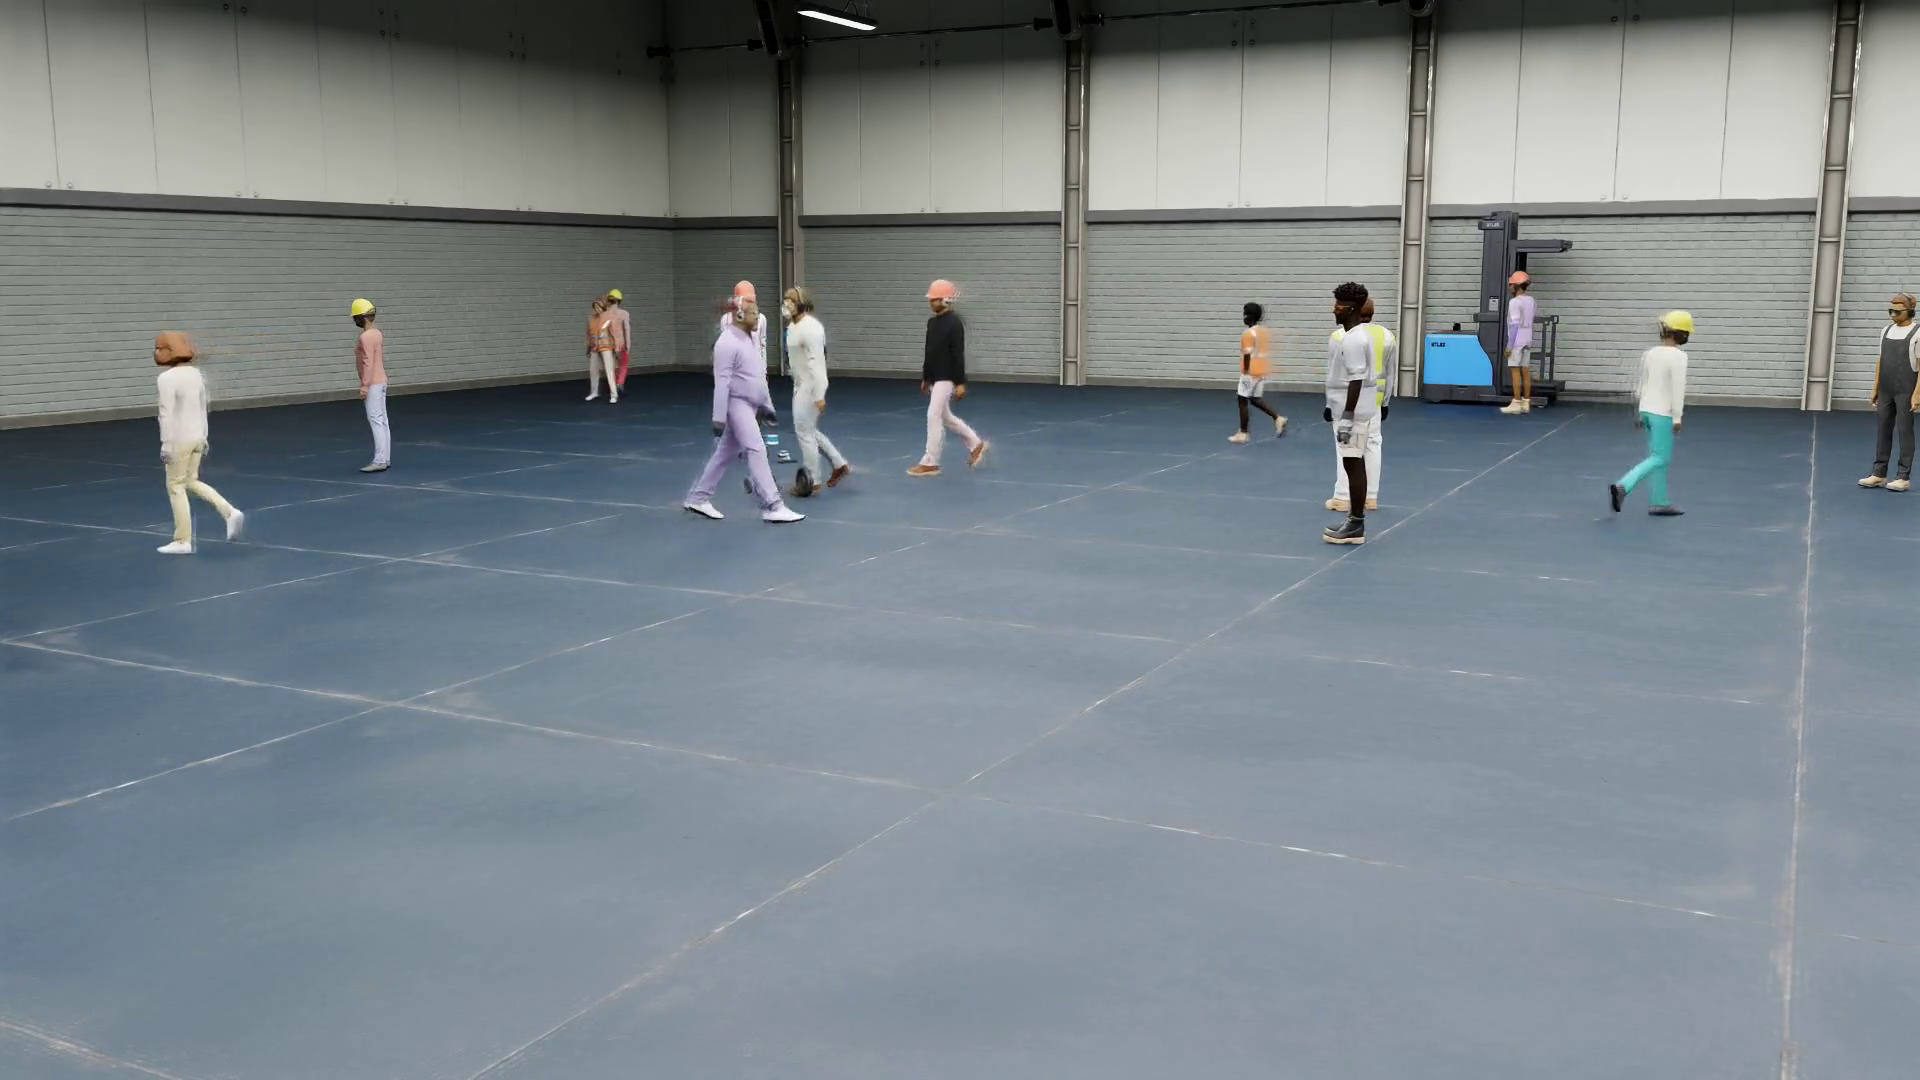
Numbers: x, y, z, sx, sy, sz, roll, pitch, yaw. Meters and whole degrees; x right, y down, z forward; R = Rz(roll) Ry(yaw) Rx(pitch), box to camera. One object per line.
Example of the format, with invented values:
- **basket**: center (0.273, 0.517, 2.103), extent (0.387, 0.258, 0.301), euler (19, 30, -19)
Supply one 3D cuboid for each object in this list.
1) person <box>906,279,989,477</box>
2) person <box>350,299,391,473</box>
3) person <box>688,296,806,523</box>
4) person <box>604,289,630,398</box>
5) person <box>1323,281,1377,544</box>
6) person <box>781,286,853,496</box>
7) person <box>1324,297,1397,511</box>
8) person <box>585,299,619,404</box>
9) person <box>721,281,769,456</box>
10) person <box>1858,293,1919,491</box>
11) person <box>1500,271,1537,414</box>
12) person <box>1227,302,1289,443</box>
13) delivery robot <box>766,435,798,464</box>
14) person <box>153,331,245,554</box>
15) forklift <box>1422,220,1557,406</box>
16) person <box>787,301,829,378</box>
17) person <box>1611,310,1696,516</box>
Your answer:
- **person**: center (-0.118, -1.652, 16.852), extent (0.902, 1.969, 0.623), euler (-4, 10, -24)
- **person**: center (-6.043, -1.578, 17.025), extent (0.328, 1.760, 0.524), euler (-1, 9, -5)
- **person**: center (-1.805, -1.072, 13.651), extent (1.033, 1.858, 0.660), euler (1, 9, 9)
- **person**: center (-5.538, -3.149, 26.739), extent (0.526, 1.754, 0.359), euler (1, 9, 7)
- **person**: center (2.963, -0.965, 12.594), extent (0.370, 1.966, 0.608), euler (3, 10, 19)
- **person**: center (-1.317, -1.368, 15.280), extent (0.660, 1.911, 0.651), euler (-3, 10, -16)
- **person**: center (3.405, -1.175, 14.270), extent (0.632, 1.846, 0.429), euler (-3, 10, -16)
- **person**: center (-5.595, -2.946, 25.922), extent (0.694, 1.608, 0.458), euler (4, 10, 23)
- **person**: center (-2.369, -1.897, 18.432), extent (0.551, 1.935, 0.371), euler (-6, 11, -31)
- **person**: center (8.797, -1.391, 15.616), extent (0.346, 1.840, 0.505), euler (-4, 10, -22)
- **person**: center (8.032, -2.849, 23.980), extent (0.614, 2.040, 0.390), euler (-9, 13, -43)
- **person**: center (3.561, -1.987, 19.799), extent (0.626, 1.682, 0.540), euler (5, 11, 30)
- **delivery robot**: center (-1.716, -0.847, 15.256), extent (0.335, 0.223, 0.698), euler (-5, 11, -29)
- **person**: center (-5.574, -0.705, 12.068), extent (0.526, 1.620, 0.512), euler (1, 9, 4)
- **forklift**: center (8.245, -3.527, 25.720), extent (1.873, 2.768, 1.129), euler (5, 10, 27)
- **person**: center (-1.997, -2.249, 21.414), extent (0.530, 1.673, 0.743), euler (-5, 11, -30)
- **person**: center (5.759, -1.049, 13.841), extent (0.710, 1.734, 0.557), euler (-1, 9, -9)
